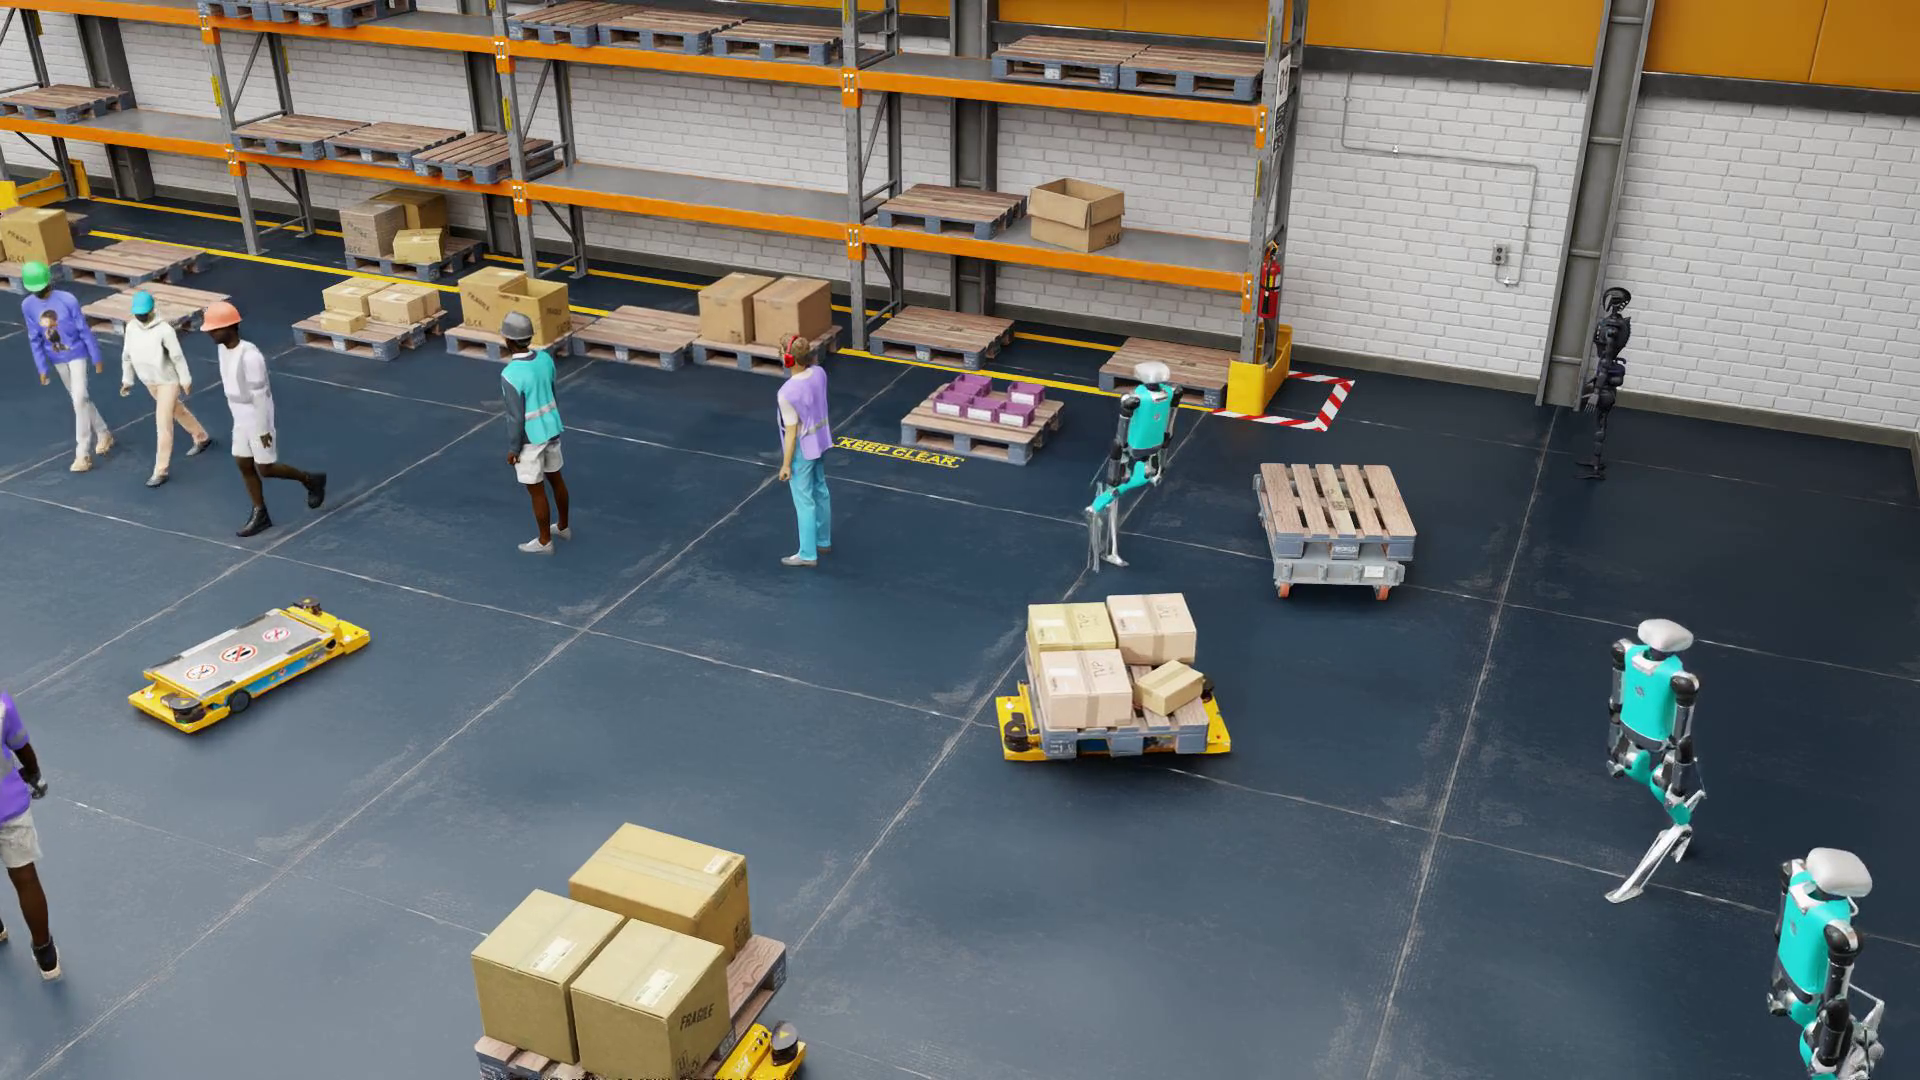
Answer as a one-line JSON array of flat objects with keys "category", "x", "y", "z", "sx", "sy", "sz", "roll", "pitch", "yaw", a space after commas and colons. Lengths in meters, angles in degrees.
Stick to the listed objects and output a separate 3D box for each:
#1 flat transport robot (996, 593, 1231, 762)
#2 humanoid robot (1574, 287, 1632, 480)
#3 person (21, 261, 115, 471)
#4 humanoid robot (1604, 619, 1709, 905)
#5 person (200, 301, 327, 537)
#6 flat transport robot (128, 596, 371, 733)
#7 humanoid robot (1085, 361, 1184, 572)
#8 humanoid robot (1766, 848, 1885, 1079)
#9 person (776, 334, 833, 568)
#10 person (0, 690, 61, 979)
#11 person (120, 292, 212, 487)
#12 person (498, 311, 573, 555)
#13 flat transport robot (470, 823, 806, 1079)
[{"category": "flat transport robot", "x": 0.972, "y": 1.146, "z": 10.710, "sx": 1.431, "sy": 0.231, "sz": 0.659, "roll": -2, "pitch": 27, "yaw": -4}, {"category": "humanoid robot", "x": 5.391, "y": -1.318, "z": 13.935, "sx": 0.315, "sy": 1.657, "sz": 0.599, "roll": 11, "pitch": 29, "yaw": 20}, {"category": "person", "x": -7.615, "y": -1.495, "z": 14.139, "sx": 0.482, "sy": 1.816, "sz": 0.866, "roll": -1, "pitch": 27, "yaw": -1}, {"category": "humanoid robot", "x": 3.931, "y": 1.182, "z": 9.093, "sx": 0.909, "sy": 1.824, "sz": 0.555, "roll": -13, "pitch": 30, "yaw": -24}, {"category": "person", "x": -5.492, "y": -0.984, "z": 13.040, "sx": 0.557, "sy": 1.916, "sz": 0.687, "roll": 19, "pitch": 33, "yaw": 33}, {"category": "flat transport robot", "x": -4.820, "y": 0.830, "z": 11.323, "sx": 0.659, "sy": 0.231, "sz": 1.431, "roll": 17, "pitch": 32, "yaw": 30}, {"category": "humanoid robot", "x": 1.224, "y": -0.552, "z": 12.424, "sx": 0.551, "sy": 1.779, "sz": 0.768, "roll": -16, "pitch": 31, "yaw": -29}, {"category": "humanoid robot", "x": 3.848, "y": 2.092, "z": 7.282, "sx": 0.918, "sy": 1.767, "sz": 0.543, "roll": -1, "pitch": 27, "yaw": -2}, {"category": "person", "x": -1.164, "y": -0.659, "z": 12.488, "sx": 0.396, "sy": 1.846, "sz": 0.563, "roll": 12, "pitch": 30, "yaw": 22}, {"category": "person", "x": -5.042, "y": 1.322, "z": 8.554, "sx": 0.629, "sy": 1.922, "sz": 0.903, "roll": -19, "pitch": 33, "yaw": -33}, {"category": "person", "x": -6.746, "y": -1.351, "z": 14.067, "sx": 0.466, "sy": 1.622, "sz": 0.910, "roll": 8, "pitch": 28, "yaw": 15}, {"category": "person", "x": -3.233, "y": -0.804, "z": 12.668, "sx": 0.430, "sy": 1.940, "sz": 0.553, "roll": 12, "pitch": 30, "yaw": 22}, {"category": "flat transport robot", "x": -1.539, "y": 2.474, "z": 8.135, "sx": 1.431, "sy": 0.231, "sz": 0.659, "roll": 11, "pitch": 29, "yaw": 21}]
